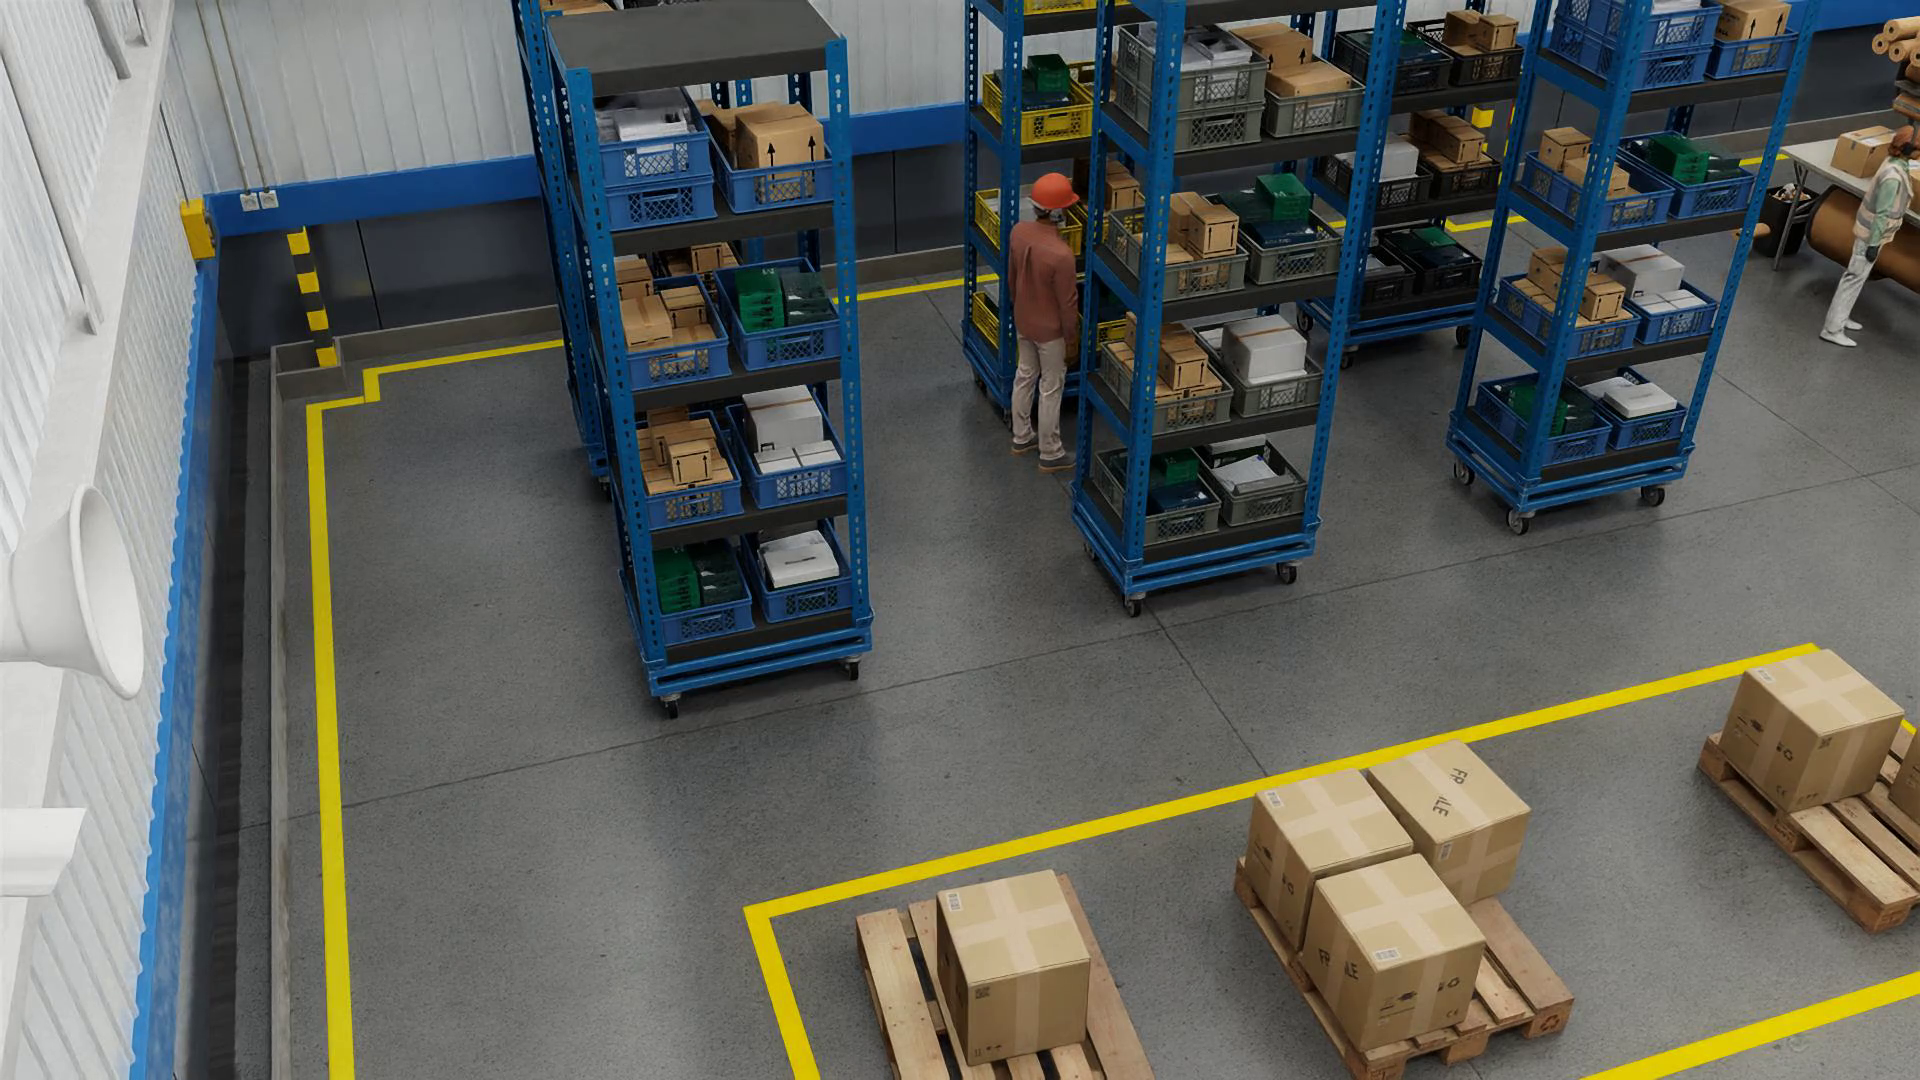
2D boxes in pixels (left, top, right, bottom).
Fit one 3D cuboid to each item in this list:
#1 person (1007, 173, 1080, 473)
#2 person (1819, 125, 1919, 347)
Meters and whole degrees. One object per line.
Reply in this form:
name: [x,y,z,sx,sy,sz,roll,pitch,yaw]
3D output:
person: [0.542,-1.360,10.476,0.381,1.994,0.617,-23,41,-29]
person: [6.580,-2.191,11.966,0.311,1.633,0.518,18,39,24]
